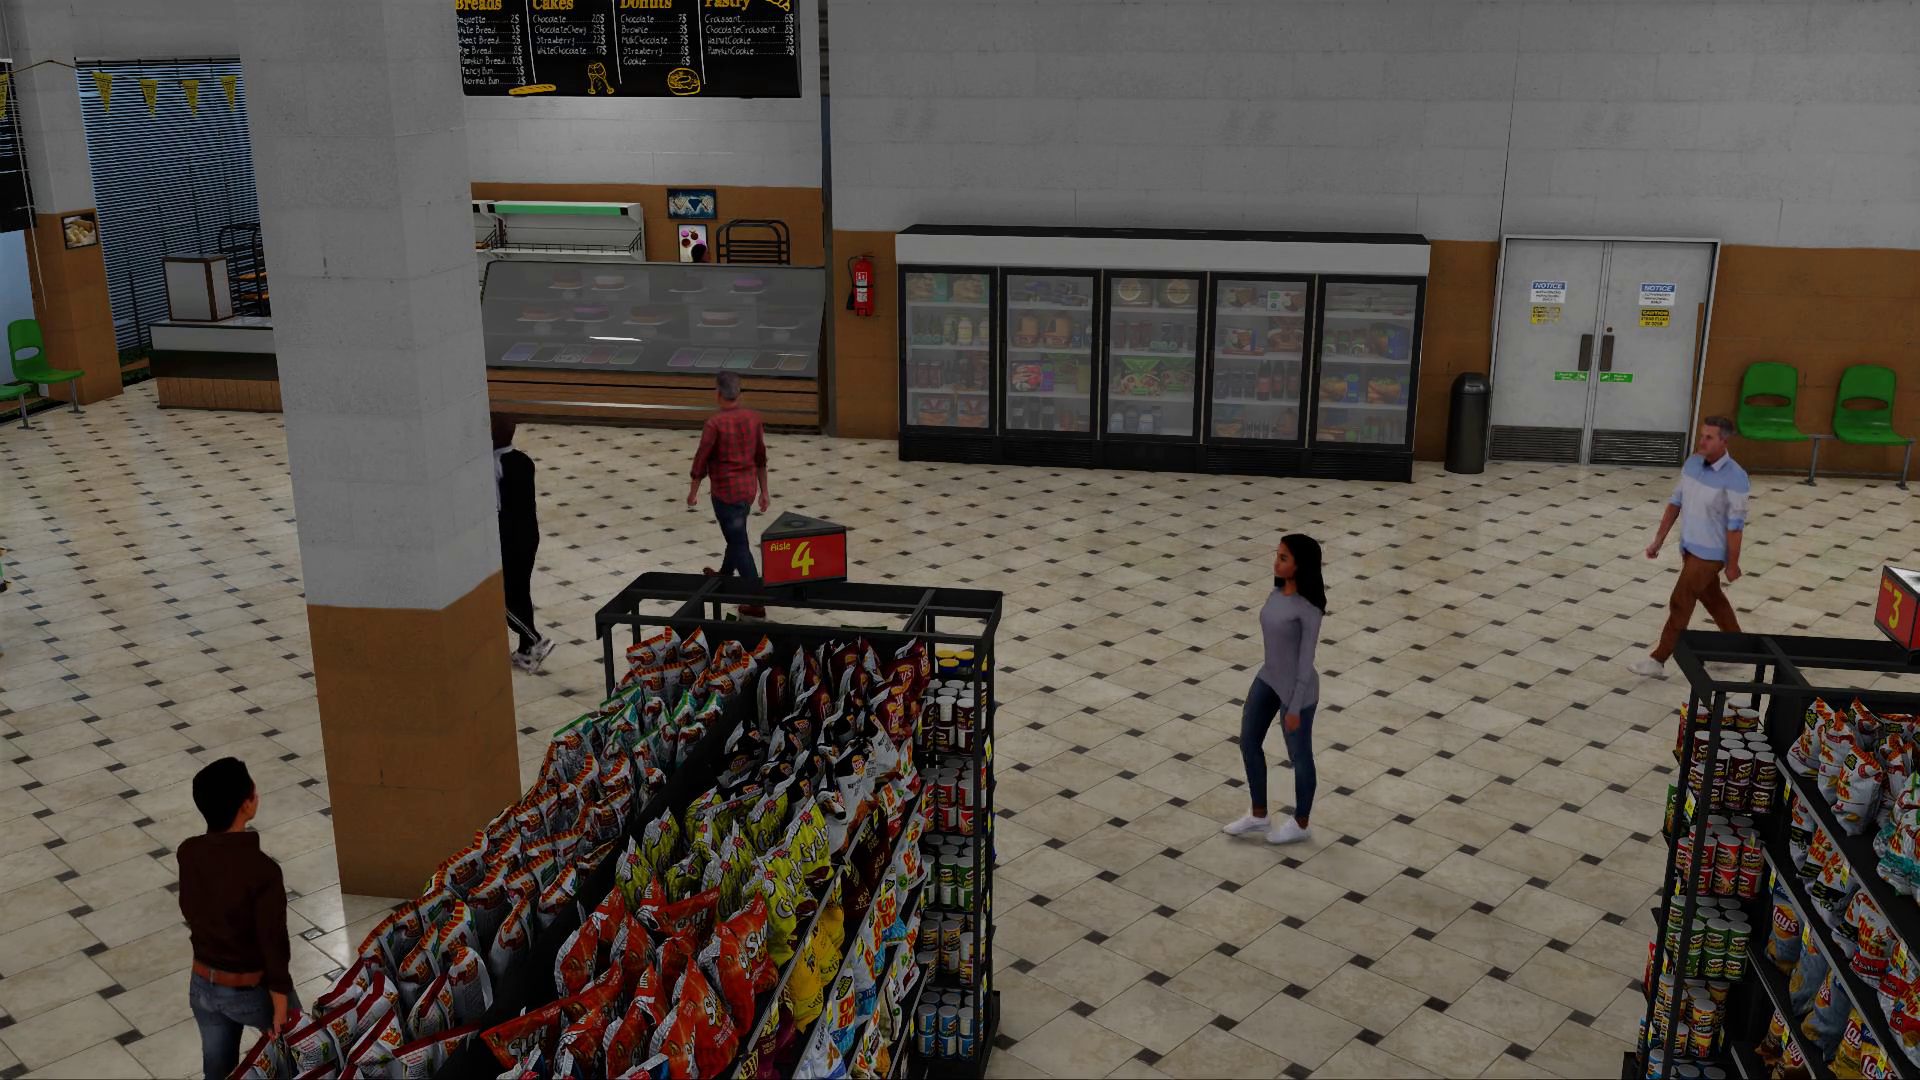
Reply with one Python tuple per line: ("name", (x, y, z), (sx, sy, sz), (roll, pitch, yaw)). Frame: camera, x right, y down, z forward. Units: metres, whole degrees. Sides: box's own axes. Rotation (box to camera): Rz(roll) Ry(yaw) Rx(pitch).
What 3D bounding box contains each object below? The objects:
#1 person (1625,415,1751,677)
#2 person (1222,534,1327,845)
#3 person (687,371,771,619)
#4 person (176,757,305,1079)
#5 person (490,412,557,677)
("person", (5.042, 0.057, 11.107), (1.038, 1.780, 1.234), (-3, 17, -10))
("person", (1.819, 0.796, 8.772), (0.838, 1.723, 0.774), (-6, 18, -18))
("person", (-1.610, -0.299, 12.275), (1.163, 1.784, 1.218), (15, 22, 40))
("person", (-2.614, 1.662, 5.896), (0.742, 1.736, 1.085), (5, 18, 15))
("person", (-2.924, 0.045, 11.094), (0.876, 1.812, 0.871), (9, 19, 27))
